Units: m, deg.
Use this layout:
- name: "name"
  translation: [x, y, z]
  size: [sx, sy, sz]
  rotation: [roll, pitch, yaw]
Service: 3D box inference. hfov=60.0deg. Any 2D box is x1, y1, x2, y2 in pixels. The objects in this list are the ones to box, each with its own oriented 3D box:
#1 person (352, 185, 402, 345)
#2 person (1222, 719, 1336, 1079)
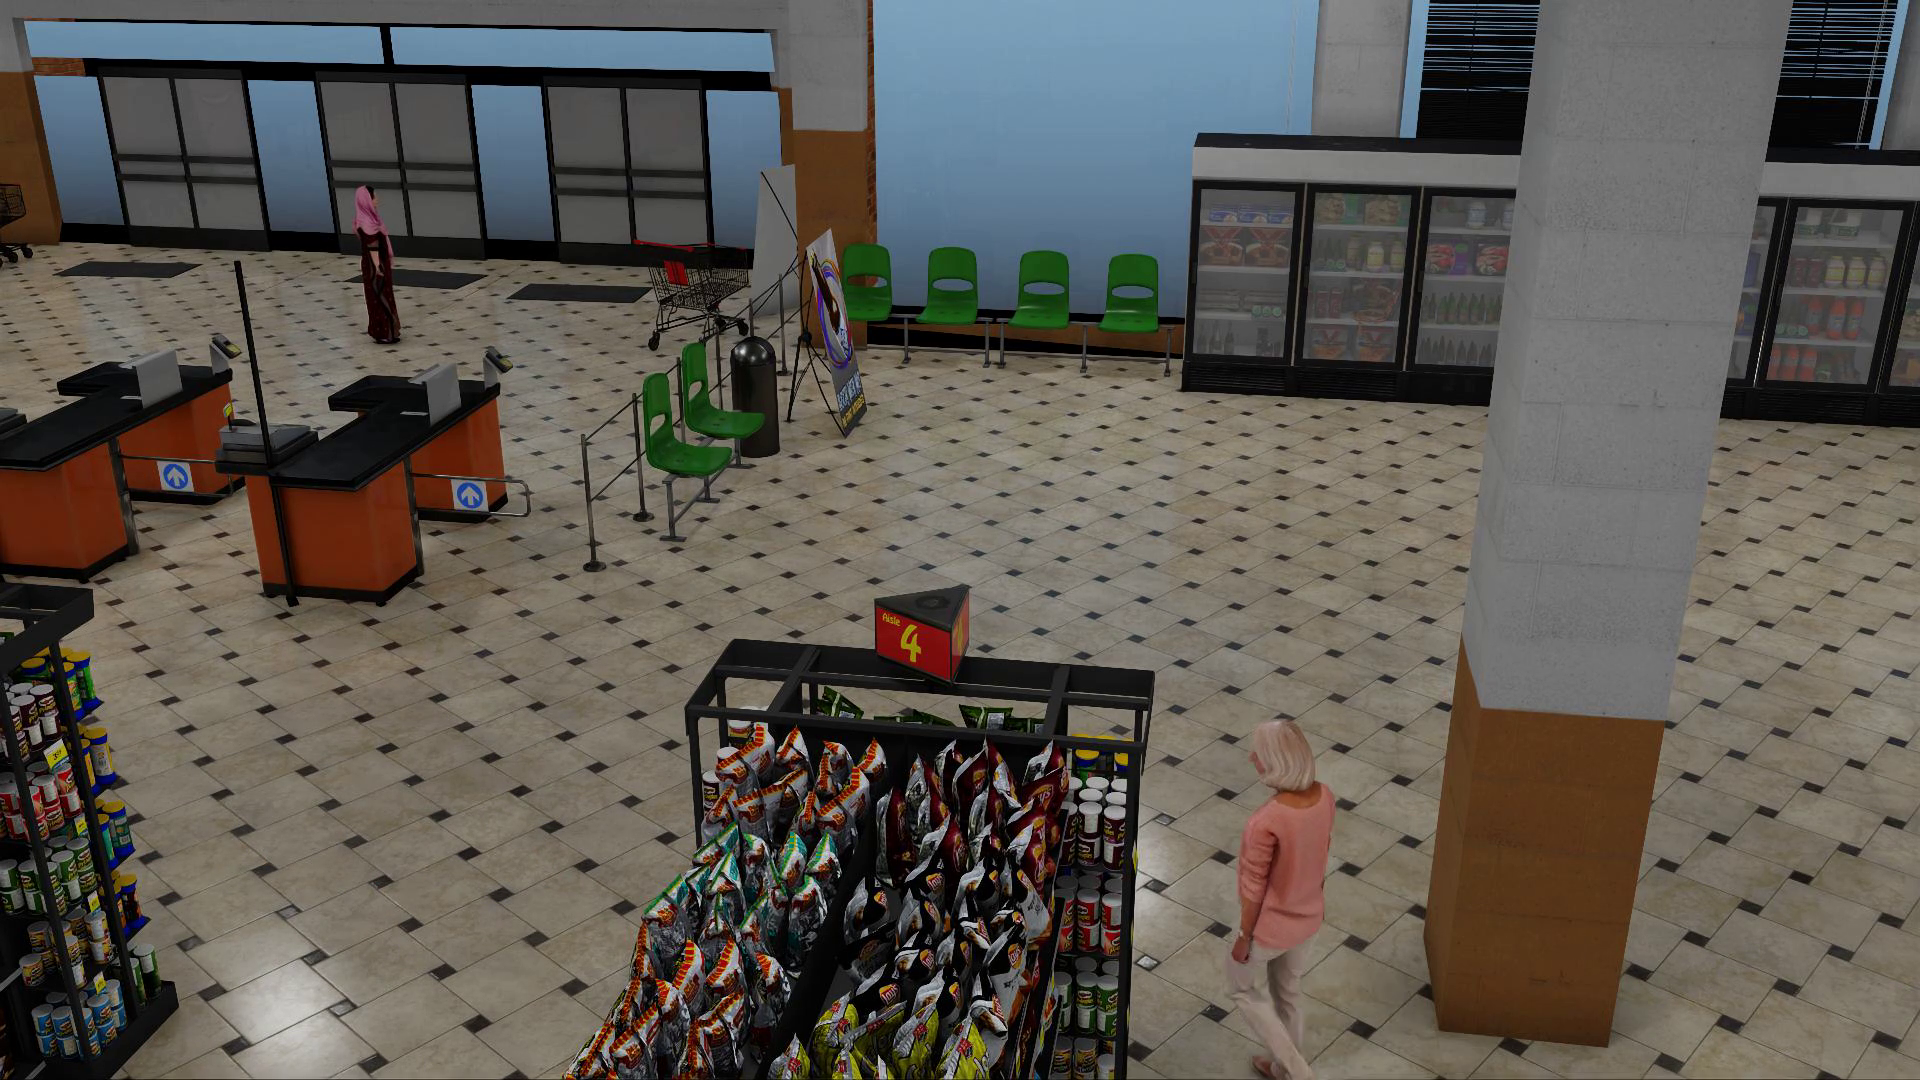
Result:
- name: "person"
  translation: [-6.070, -2.864, 17.272]
  size: [0.817, 1.638, 0.702]
  rotation: [-7, 23, -16]
- name: "person"
  translation: [1.274, 1.486, 6.350]
  size: [0.795, 1.709, 0.857]
  rotation: [-14, 26, -32]
